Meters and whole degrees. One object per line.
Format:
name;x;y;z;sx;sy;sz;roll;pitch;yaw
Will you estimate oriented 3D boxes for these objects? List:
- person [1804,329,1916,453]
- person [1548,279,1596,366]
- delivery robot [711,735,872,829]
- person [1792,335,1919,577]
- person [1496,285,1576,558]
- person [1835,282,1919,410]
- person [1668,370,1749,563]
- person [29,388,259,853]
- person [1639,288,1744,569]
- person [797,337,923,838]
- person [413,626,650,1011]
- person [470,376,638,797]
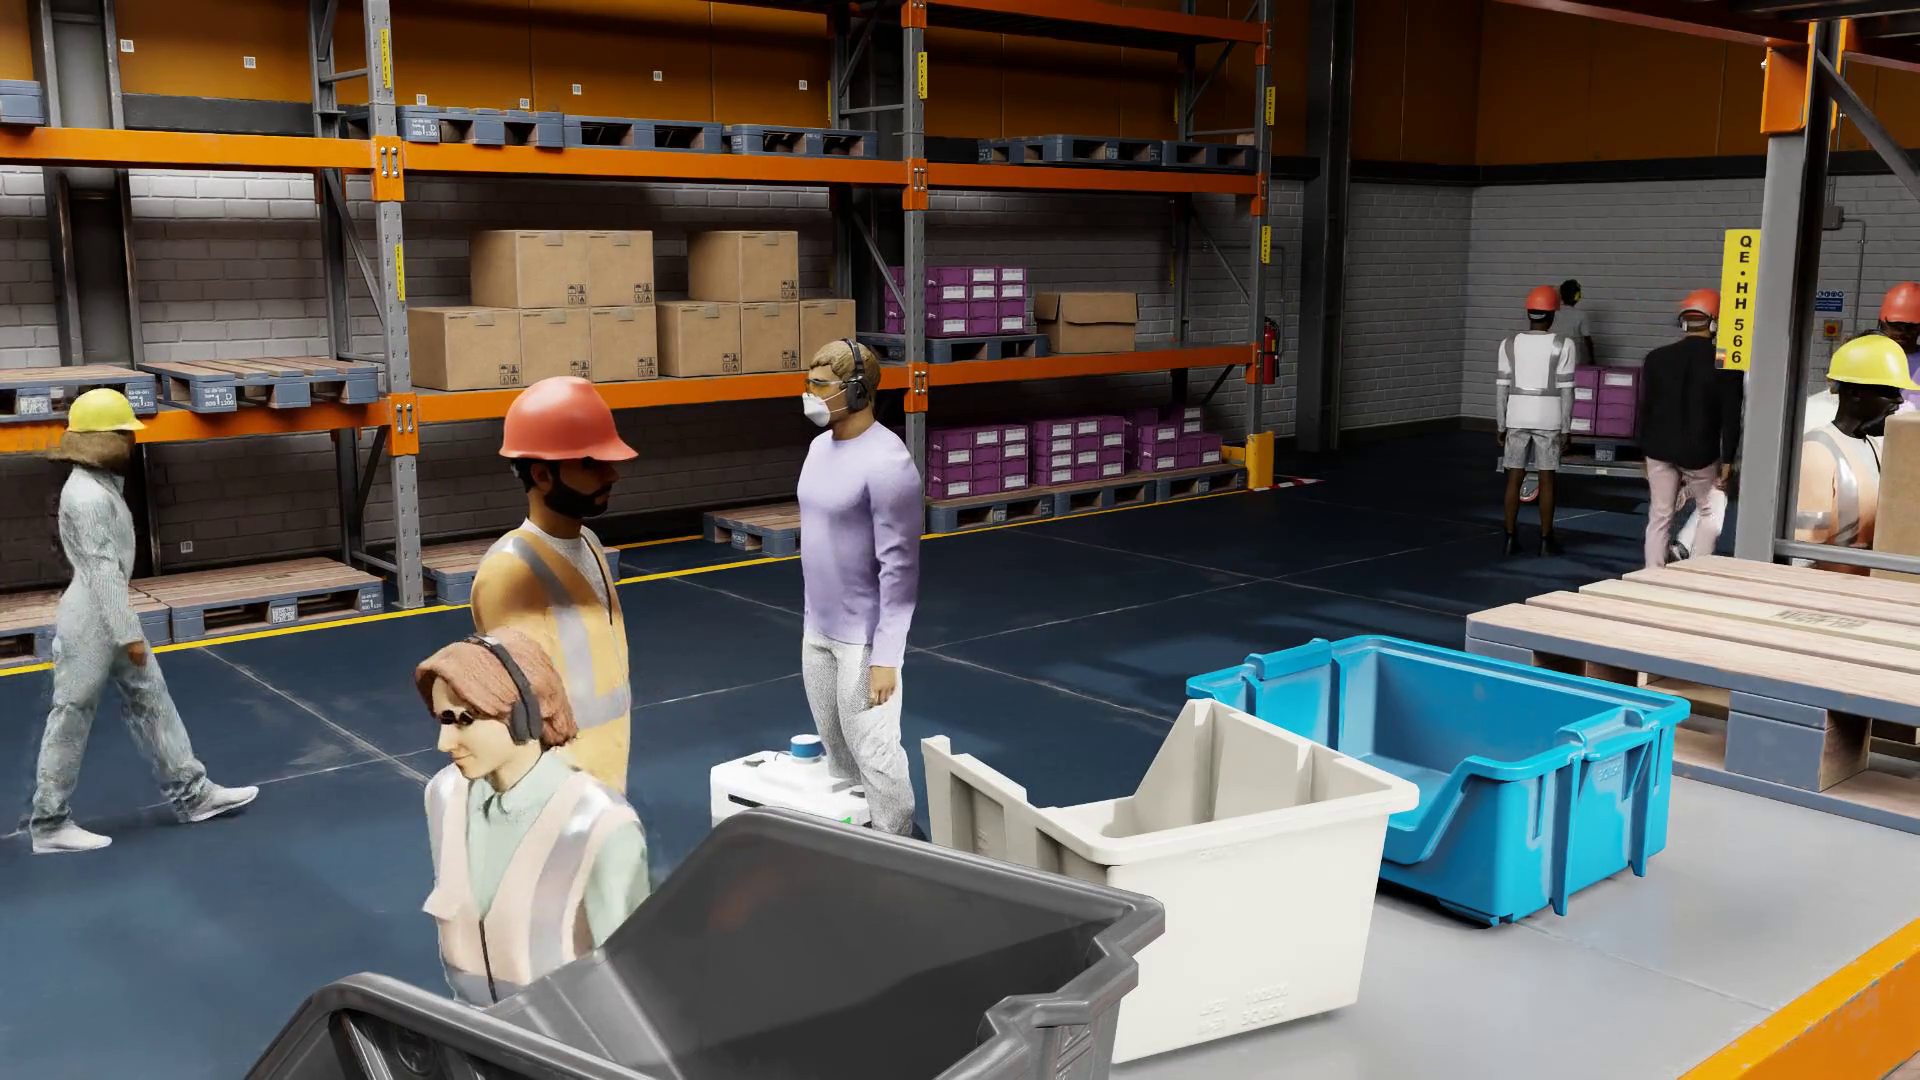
person;3.739;0.035;7.173;0.790;1.891;0.572;-2;10;-12
person;6.594;-1.864;17.888;0.750;1.846;0.526;-9;13;-41
delivery robot;-0.526;0.910;5.690;0.707;0.478;0.477;8;13;39
person;3.132;0.230;5.951;0.586;1.919;0.402;-9;14;-42
person;4.108;-0.840;11.883;0.545;1.939;0.374;7;12;35
person;4.969;-0.354;8.899;0.605;2.033;0.400;4;11;23
person;5.124;-0.616;11.014;0.805;1.803;0.595;-4;11;-21
person;-3.077;0.297;6.161;0.851;1.703;0.504;-4;11;-21
person;4.367;-0.515;9.992;0.625;1.965;0.539;9;13;41
person;-0.351;0.317;5.402;0.373;1.940;0.628;-6;12;-31
person;-0.702;0.942;2.837;0.624;1.584;0.847;6;12;29
person;-0.901;0.589;3.882;0.354;1.939;0.544;1;10;3
